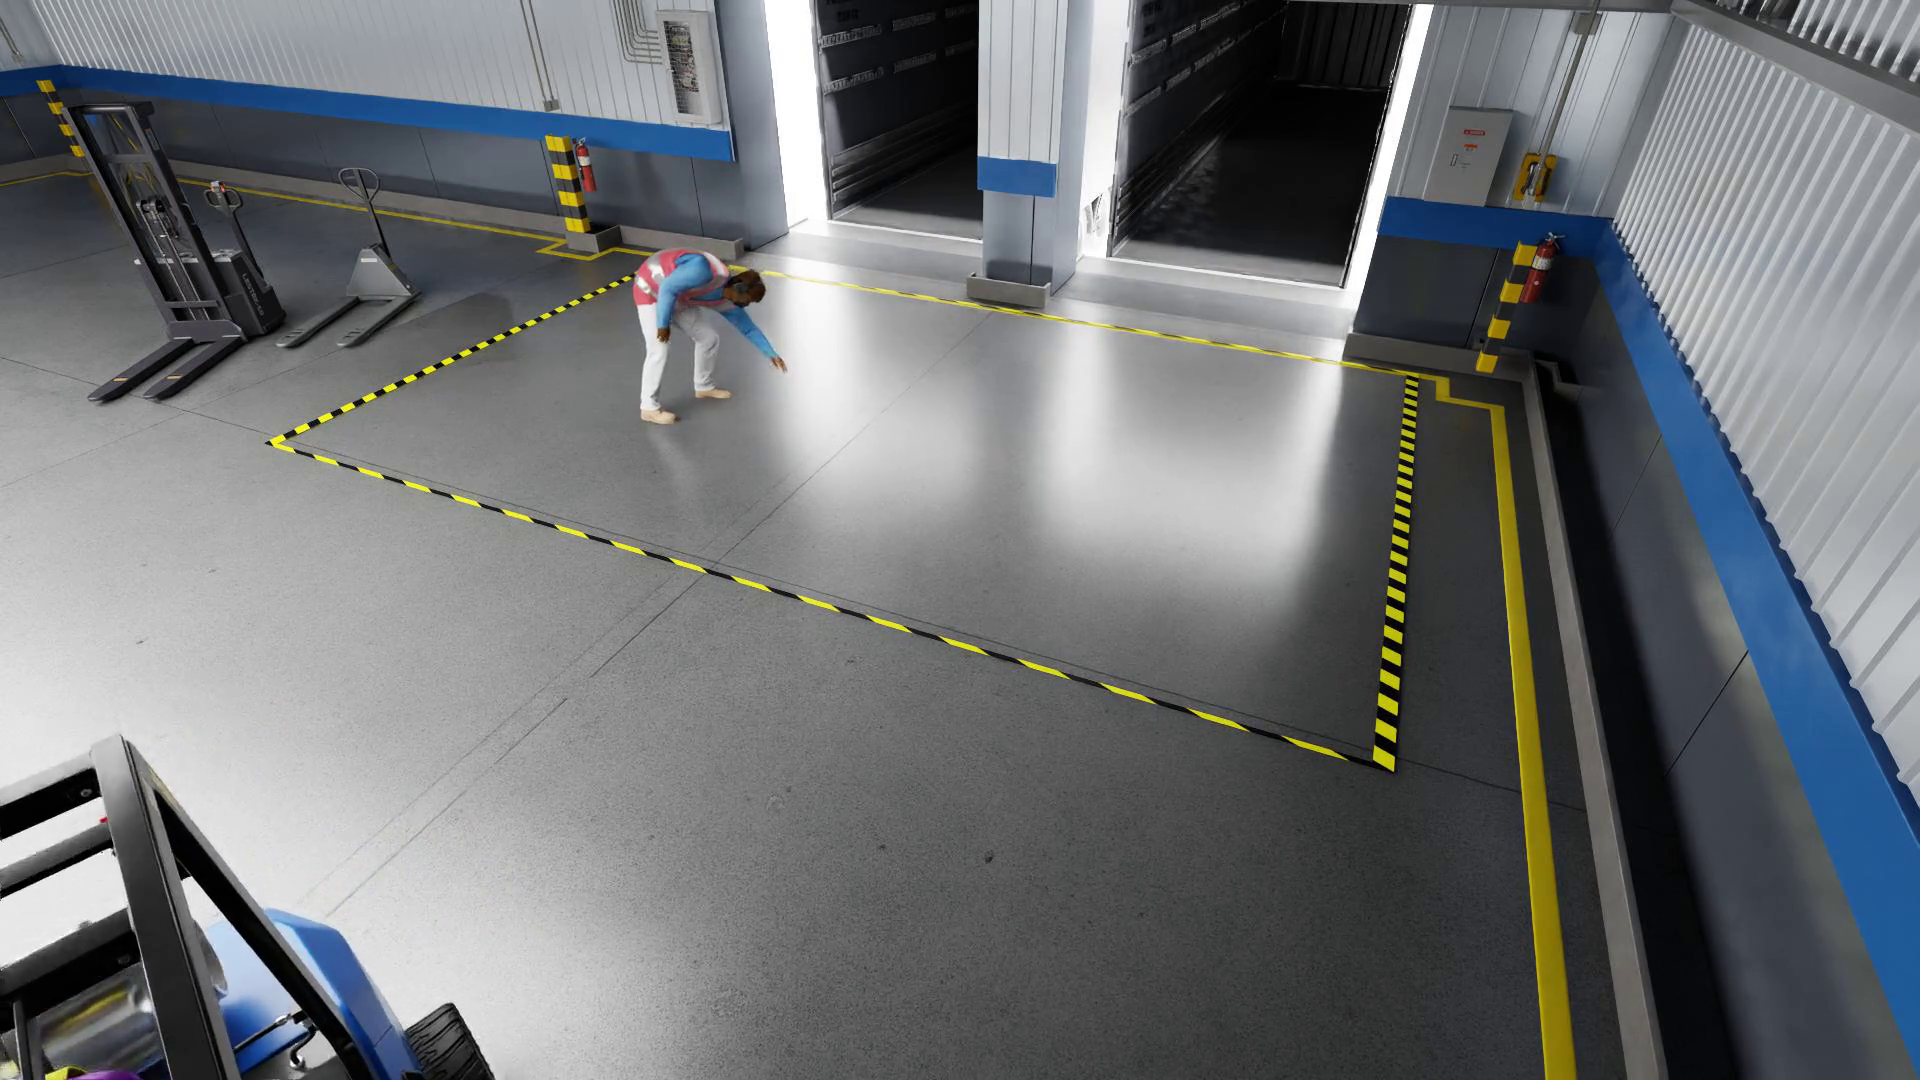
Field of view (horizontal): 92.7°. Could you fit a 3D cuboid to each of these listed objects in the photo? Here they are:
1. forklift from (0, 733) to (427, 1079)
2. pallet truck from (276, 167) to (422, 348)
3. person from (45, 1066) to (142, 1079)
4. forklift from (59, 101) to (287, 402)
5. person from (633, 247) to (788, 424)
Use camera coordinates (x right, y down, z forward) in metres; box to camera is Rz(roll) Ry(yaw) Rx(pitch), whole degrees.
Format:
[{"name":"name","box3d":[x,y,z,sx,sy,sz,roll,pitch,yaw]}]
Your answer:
[{"name":"forklift","box3d":[-1.373,1.561,1.477,1.157,2.036,2.680,-29,44,-35]},{"name":"pallet truck","box3d":[-5.732,-2.611,8.414,0.680,1.201,1.601,-1,35,-1]},{"name":"person","box3d":[-1.337,1.435,1.331,0.635,1.294,1.004,-29,44,-35]},{"name":"forklift","box3d":[-6.686,-2.387,7.434,0.823,1.965,1.885,-3,35,-5]},{"name":"person","box3d":[-1.984,-1.576,6.959,0.843,1.258,0.997,21,40,27]}]
